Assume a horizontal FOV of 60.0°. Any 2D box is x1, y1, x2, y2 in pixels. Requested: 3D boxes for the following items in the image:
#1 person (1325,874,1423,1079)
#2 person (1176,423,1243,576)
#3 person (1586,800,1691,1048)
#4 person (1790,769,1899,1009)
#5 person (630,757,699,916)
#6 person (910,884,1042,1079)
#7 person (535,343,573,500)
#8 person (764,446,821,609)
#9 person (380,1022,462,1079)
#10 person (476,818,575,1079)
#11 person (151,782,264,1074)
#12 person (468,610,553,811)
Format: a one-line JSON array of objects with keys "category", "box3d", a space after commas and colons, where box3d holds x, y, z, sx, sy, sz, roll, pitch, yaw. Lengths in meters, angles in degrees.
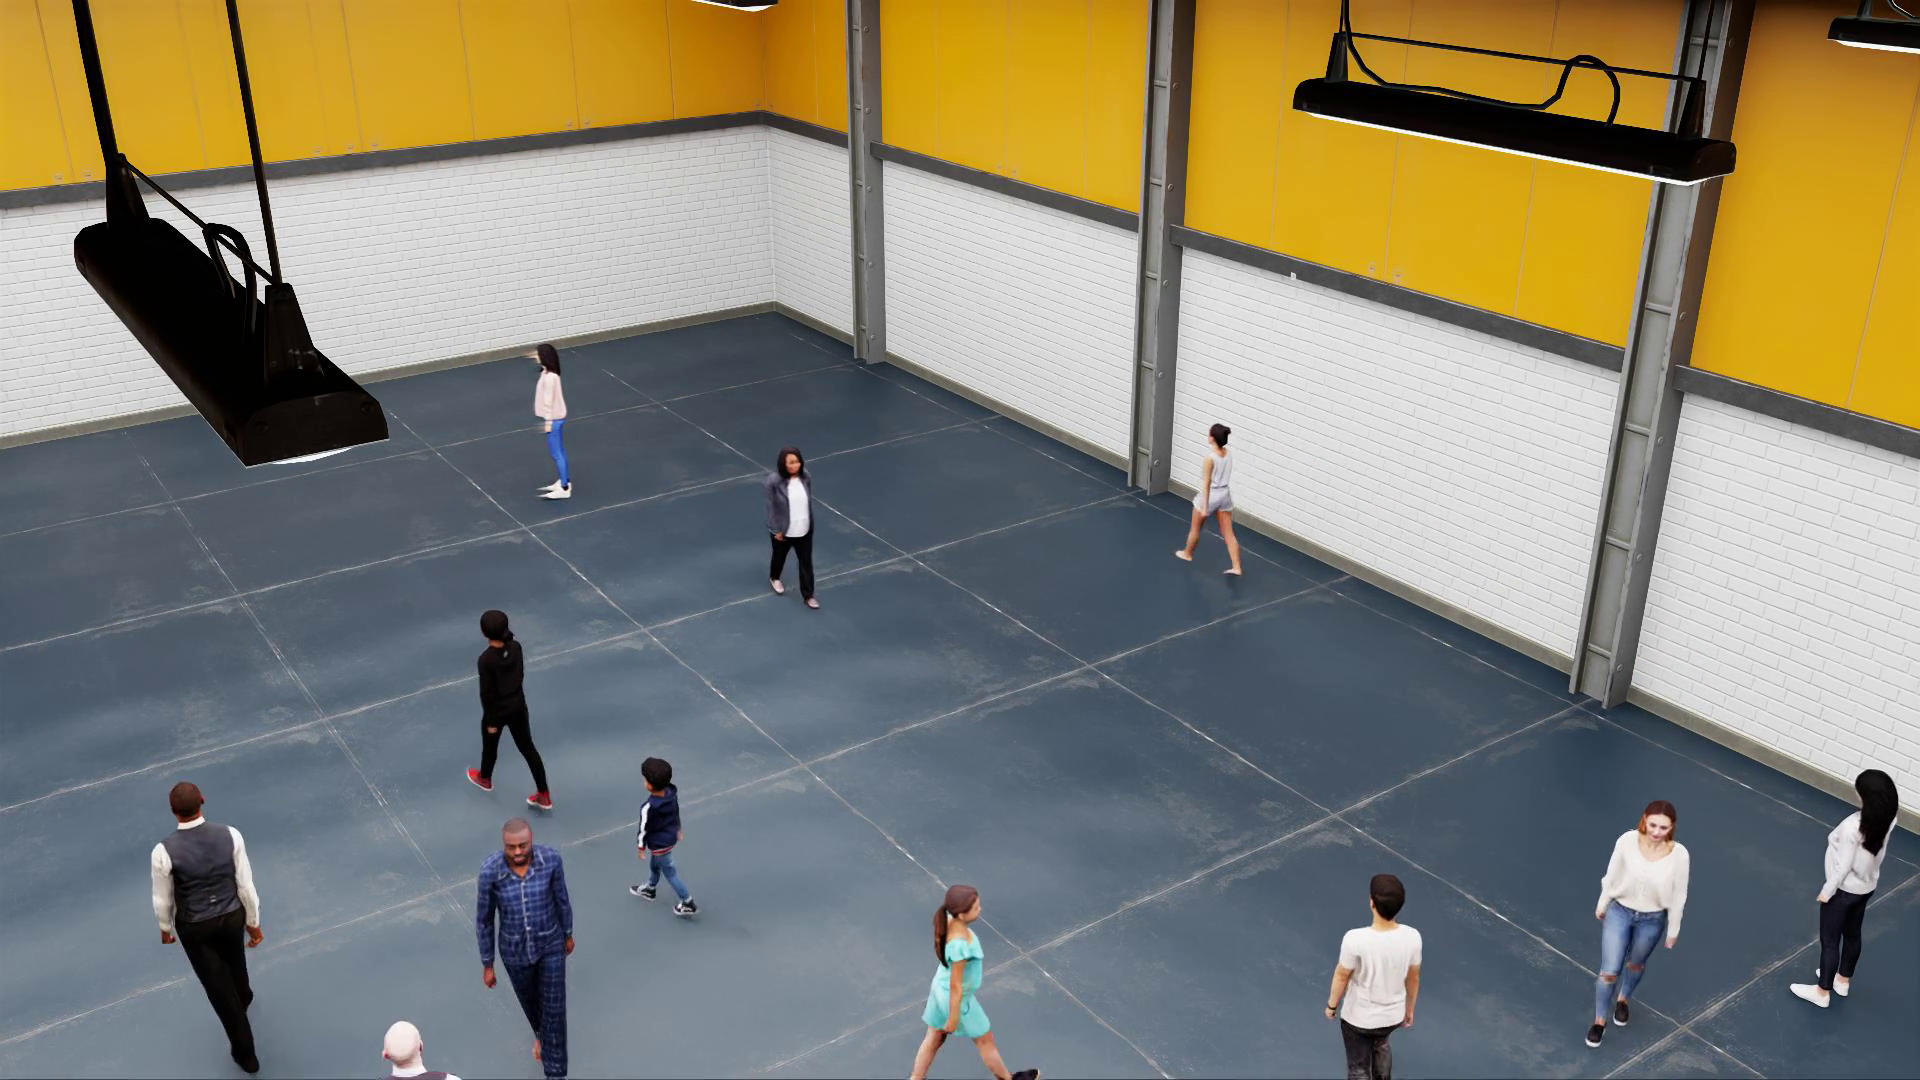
[{"category": "person", "box3d": [2.371, 2.694, 9.432, 0.709, 1.710, 0.695, -6, 24, -13]}, {"category": "person", "box3d": [2.604, -0.363, 16.605, 0.600, 1.566, 1.075, -17, 29, -34]}, {"category": "person", "box3d": [4.222, 2.307, 10.364, 0.885, 1.672, 0.911, 10, 26, 22]}, {"category": "person", "box3d": [5.663, 2.201, 10.569, 0.624, 1.701, 0.571, -13, 27, -28]}, {"category": "person", "box3d": [-2.026, 2.073, 11.492, 0.911, 1.197, 0.769, 11, 26, 23]}, {"category": "person", "box3d": [-0.100, 2.682, 9.707, 0.877, 1.511, 1.054, -6, 24, -13]}, {"category": "person", "box3d": [-4.530, -1.341, 18.590, 0.778, 1.768, 0.650, -3, 24, -6]}, {"category": "person", "box3d": [-1.678, -0.146, 16.105, 0.708, 1.569, 1.048, -13, 27, -28]}, {"category": "person", "box3d": [-2.609, 3.229, 8.119, 0.913, 1.780, 1.254, -5, 24, -12]}, {"category": "person", "box3d": [-2.580, 2.394, 10.009, 0.941, 1.796, 1.149, -5, 24, -12]}, {"category": "person", "box3d": [-4.454, 2.365, 9.968, 0.736, 1.884, 1.064, -19, 30, -36]}, {"category": "person", "box3d": [-3.392, 1.327, 12.661, 1.174, 1.627, 0.850, 17, 29, 33]}]
